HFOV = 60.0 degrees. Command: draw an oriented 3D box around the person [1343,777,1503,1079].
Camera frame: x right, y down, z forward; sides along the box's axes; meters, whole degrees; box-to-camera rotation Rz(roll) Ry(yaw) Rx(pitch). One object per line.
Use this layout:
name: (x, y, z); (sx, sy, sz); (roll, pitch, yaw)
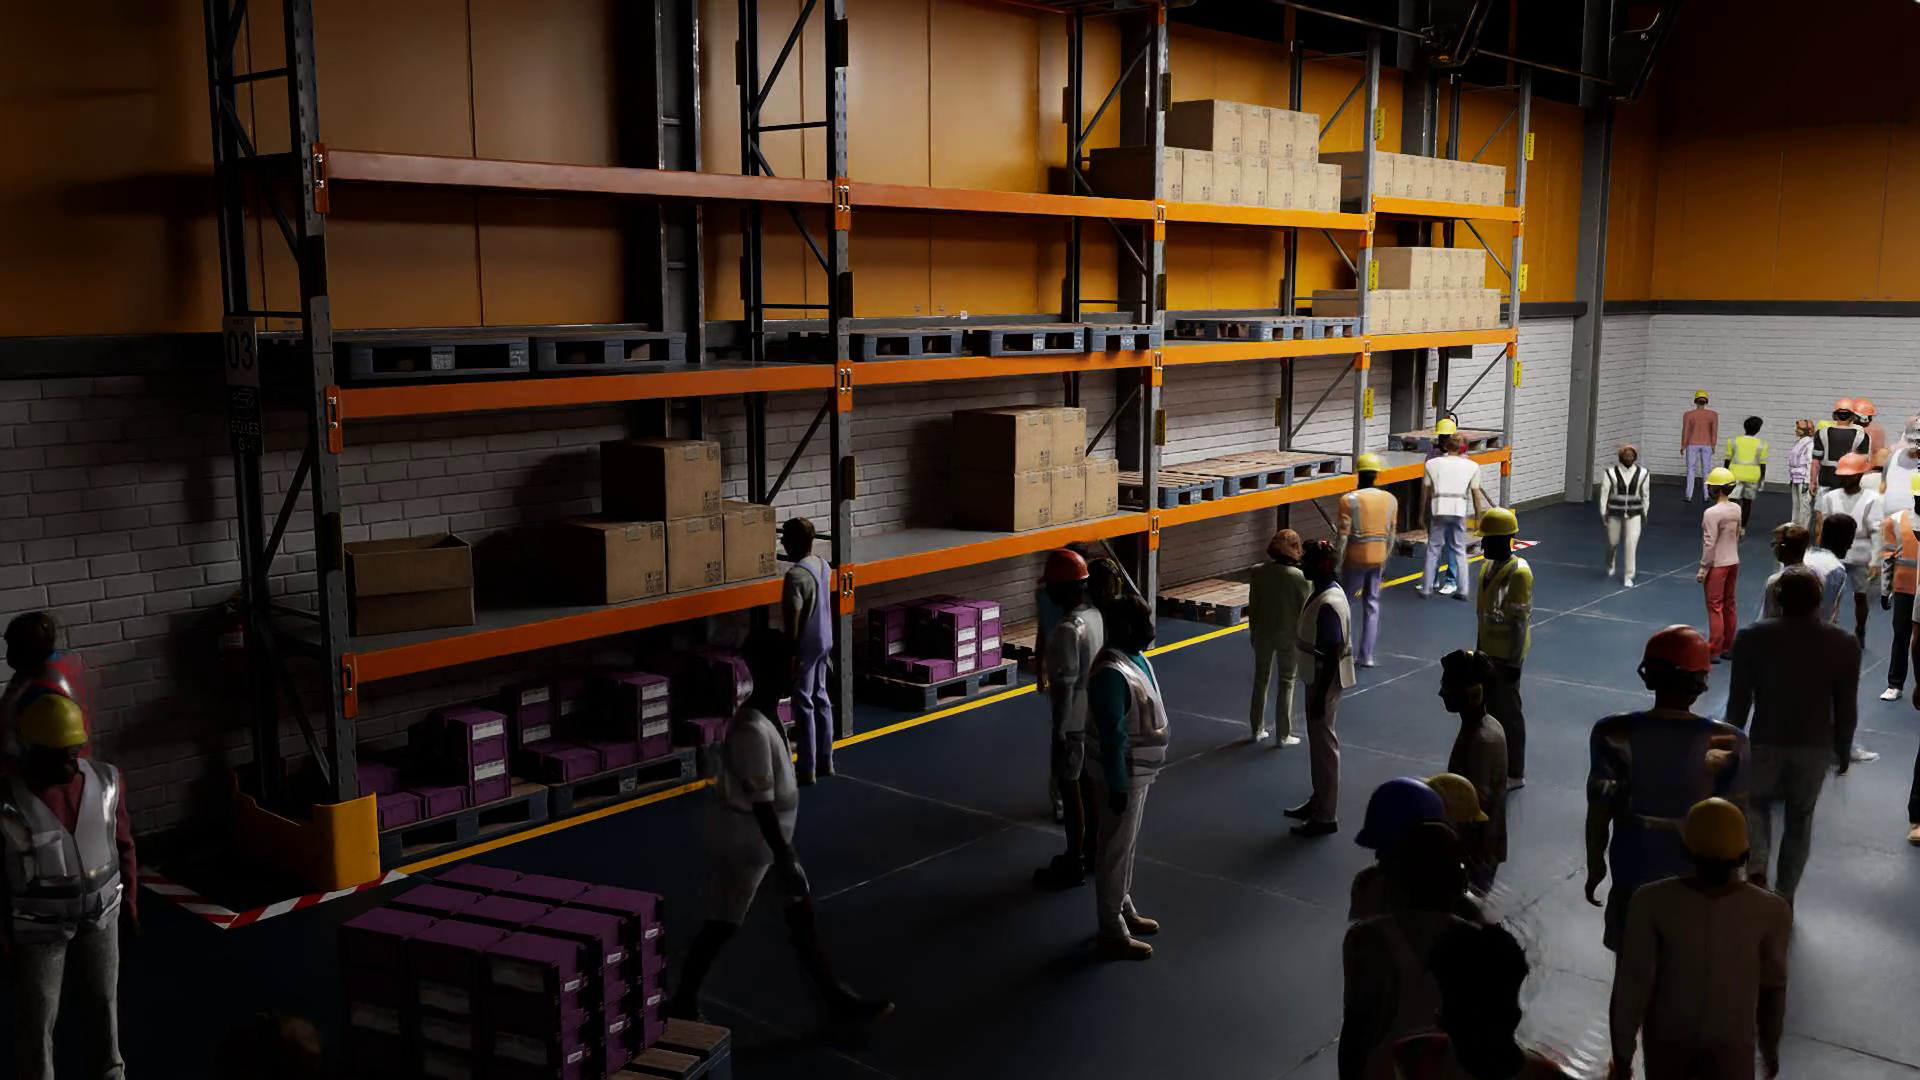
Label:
person: (1.509, 1.660, 5.304); (0.754, 1.920, 0.631); (-5, 10, -28)

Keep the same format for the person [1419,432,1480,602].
person: (5.258, -0.245, 17.872); (0.609, 1.826, 0.414); (2, 9, 14)

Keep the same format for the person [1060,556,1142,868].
person: (0.818, 1.010, 9.650); (0.508, 1.862, 0.326); (1, 9, 9)

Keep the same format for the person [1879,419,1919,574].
person: (9.944, -0.278, 17.371); (0.647, 2.000, 0.696); (-6, 11, -33)

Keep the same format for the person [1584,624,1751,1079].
person: (2.880, 1.356, 6.833); (0.609, 2.040, 0.395); (4, 10, 25)

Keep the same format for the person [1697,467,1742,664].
person: (6.811, 0.231, 14.970); (0.526, 1.769, 0.329); (-6, 11, -35)

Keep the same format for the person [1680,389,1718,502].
person: (11.492, -1.461, 25.879); (0.524, 1.769, 0.314); (2, 9, 10)

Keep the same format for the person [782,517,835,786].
person: (-1.049, 0.755, 11.356); (0.342, 1.839, 0.517); (4, 10, 25)

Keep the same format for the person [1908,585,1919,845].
person: (6.104, 0.865, 9.997); (0.682, 2.000, 0.536); (3, 9, 20)

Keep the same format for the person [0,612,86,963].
person: (-4.701, 1.252, 8.264); (0.682, 1.800, 0.664); (-5, 10, -31)

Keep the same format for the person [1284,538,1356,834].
person: (2.260, 0.905, 10.368); (0.390, 1.846, 0.565); (1, 9, 6)

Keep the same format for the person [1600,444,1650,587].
person: (7.549, -0.303, 18.922); (0.524, 1.618, 0.684); (3, 9, 17)

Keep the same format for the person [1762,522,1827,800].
person: (5.501, 0.799, 11.057); (0.515, 1.842, 0.328); (-5, 10, -28)

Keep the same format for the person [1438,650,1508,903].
person: (2.201, 1.388, 7.216); (0.329, 1.862, 0.510); (3, 9, 17)

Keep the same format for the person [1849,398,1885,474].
person: (11.419, -0.836, 21.203); (0.471, 1.966, 0.637); (-5, 10, -28)

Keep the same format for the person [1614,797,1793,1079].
person: (2.516, 1.702, 5.667); (0.538, 1.711, 0.945); (3, 9, 21)

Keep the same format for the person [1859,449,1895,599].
person: (9.964, -0.176, 18.017); (0.509, 1.632, 0.266); (2, 9, 12)

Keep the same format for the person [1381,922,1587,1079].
person: (1.318, 1.850, 4.119); (0.617, 1.899, 1.060); (6, 11, 34)

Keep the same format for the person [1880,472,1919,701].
person: (7.766, 0.391, 13.467); (0.581, 1.919, 0.399); (8, 12, 41)

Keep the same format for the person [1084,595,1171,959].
person: (0.858, 1.191, 8.532); (0.429, 1.846, 0.625); (2, 9, 14)

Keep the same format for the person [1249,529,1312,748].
person: (2.361, 0.722, 12.267); (0.503, 1.623, 0.298); (6, 11, 35)

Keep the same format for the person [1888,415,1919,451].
person: (11.064, -0.502, 19.278); (0.675, 1.890, 0.474); (6, 11, 33)

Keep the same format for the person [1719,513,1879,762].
person: (5.951, 0.697, 11.843); (1.168, 1.822, 0.613); (-1, 9, -3)

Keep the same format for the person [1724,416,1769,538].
person: (10.446, -0.828, 22.141); (0.541, 1.657, 0.730); (4, 10, 23)

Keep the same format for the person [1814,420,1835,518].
person: (10.821, -0.630, 20.747); (0.376, 1.694, 0.697); (4, 10, 22)

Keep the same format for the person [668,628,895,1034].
person: (-0.861, 1.336, 7.412); (1.049, 1.908, 0.616); (1, 9, 4)

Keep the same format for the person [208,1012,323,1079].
person: (-1.430, 1.930, 3.853); (0.671, 1.823, 0.514); (-8, 12, -41)

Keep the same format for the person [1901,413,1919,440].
person: (12.052, -0.733, 20.832); (0.575, 1.880, 0.359); (8, 12, 42)

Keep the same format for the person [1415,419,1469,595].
person: (5.322, -0.371, 18.323); (0.352, 1.929, 0.594); (-6, 11, -34)

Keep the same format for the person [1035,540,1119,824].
person: (0.765, 0.864, 10.794); (0.562, 1.803, 0.898); (2, 9, 15)

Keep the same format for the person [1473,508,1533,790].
person: (3.647, 0.730, 11.280); (0.407, 1.918, 0.584); (-1, 9, -9)

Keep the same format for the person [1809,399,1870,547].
person: (10.600, -0.690, 20.076); (0.613, 2.031, 0.410); (5, 10, 29)

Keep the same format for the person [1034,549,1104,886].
person: (0.621, 1.004, 9.469); (0.388, 1.929, 0.544); (4, 10, 23)

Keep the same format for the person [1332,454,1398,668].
person: (3.587, 0.189, 14.848); (0.639, 1.890, 0.515); (-2, 9, -14)

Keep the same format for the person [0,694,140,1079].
person: (-3.559, 1.500, 6.608); (0.403, 1.825, 0.592); (7, 11, 37)

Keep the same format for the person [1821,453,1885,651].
person: (8.077, 0.154, 15.102); (0.565, 1.891, 0.991); (8, 12, 43)

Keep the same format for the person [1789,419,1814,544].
person: (11.019, -0.763, 21.782); (0.309, 1.641, 0.512); (1, 9, 5)

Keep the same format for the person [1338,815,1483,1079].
person: (1.397, 1.736, 5.036); (0.504, 1.839, 0.339); (3, 9, 18)

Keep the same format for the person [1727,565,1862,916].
person: (4.460, 1.090, 8.940); (0.631, 1.923, 0.455); (4, 10, 26)
